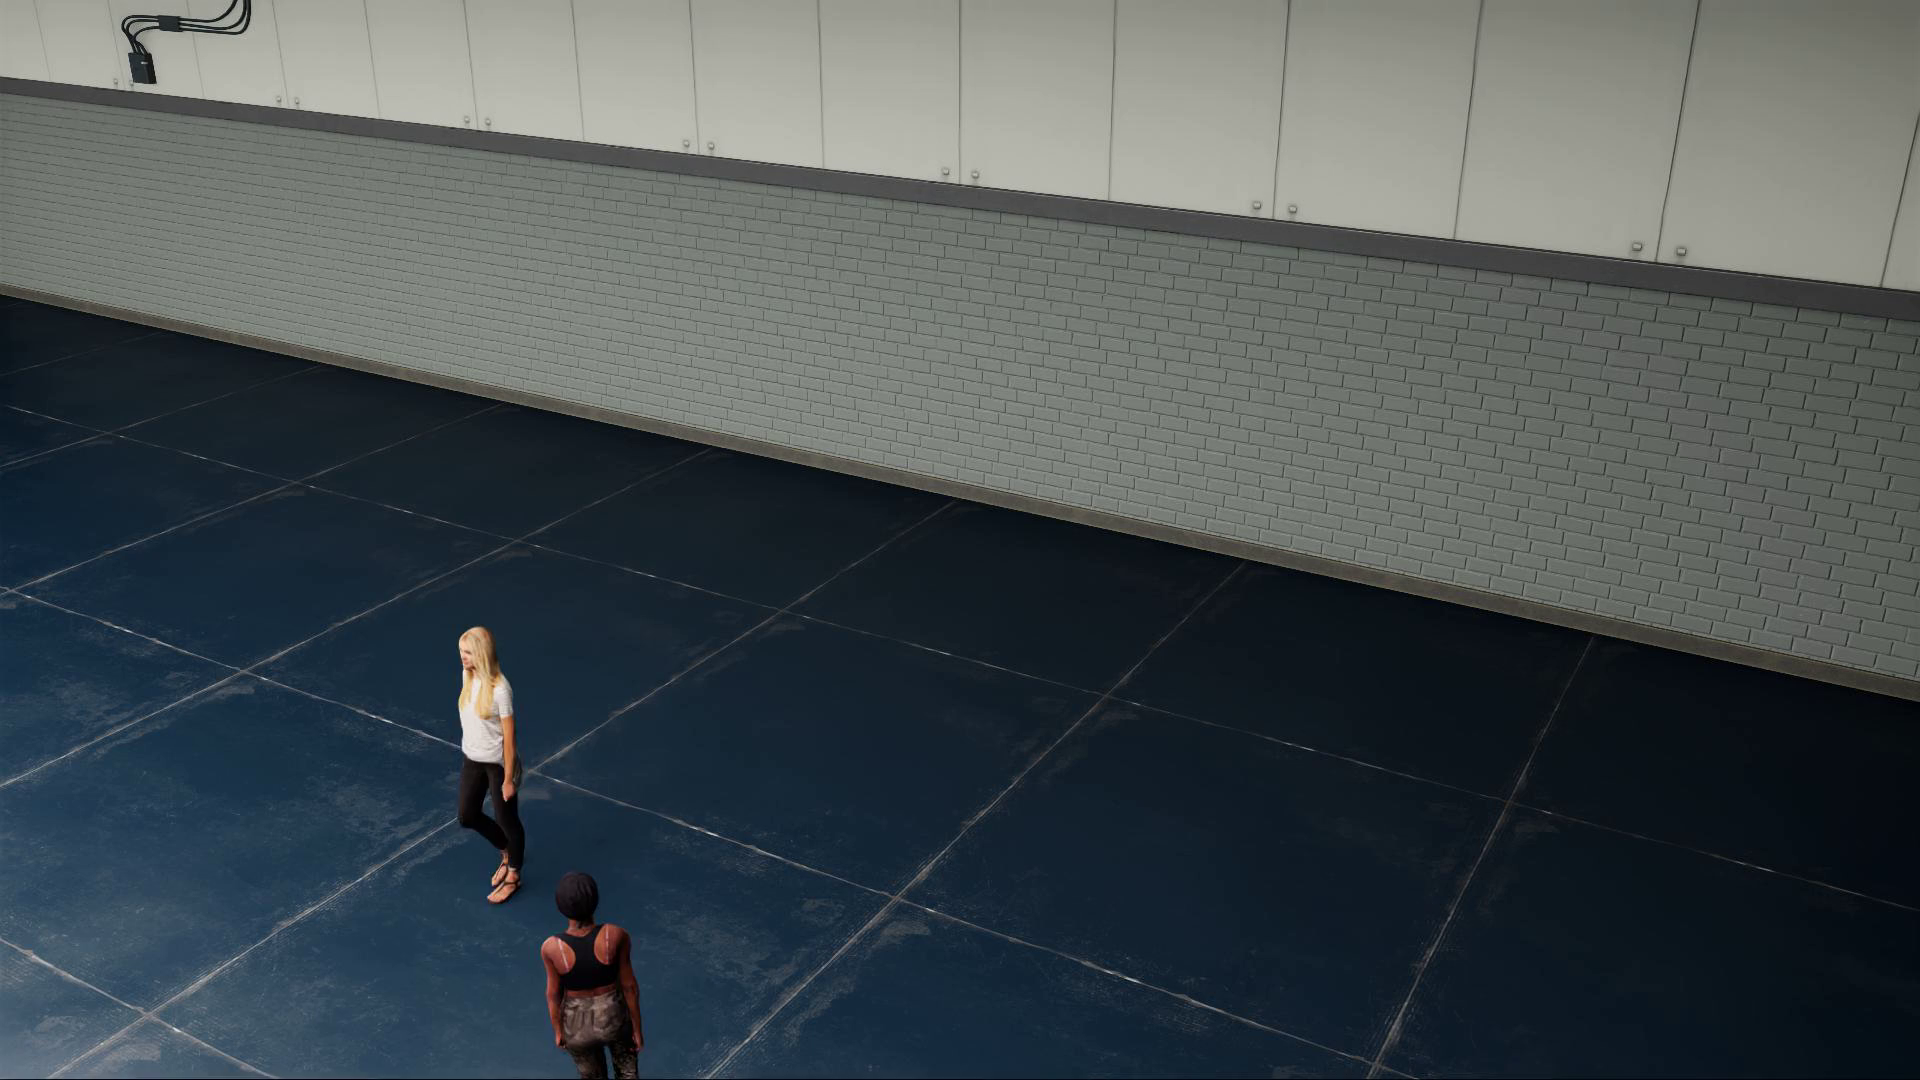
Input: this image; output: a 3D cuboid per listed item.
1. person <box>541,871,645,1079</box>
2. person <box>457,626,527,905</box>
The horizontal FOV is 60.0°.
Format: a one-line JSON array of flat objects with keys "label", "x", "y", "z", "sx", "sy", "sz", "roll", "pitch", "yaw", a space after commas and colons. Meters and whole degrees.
[{"label": "person", "x": -1.683, "y": 2.325, "z": 7.734, "sx": 0.749, "sy": 1.687, "sz": 0.811, "roll": -4, "pitch": 23, "yaw": -10}, {"label": "person", "x": -2.723, "y": 1.308, "z": 9.958, "sx": 0.646, "sy": 1.819, "sz": 0.612, "roll": 15, "pitch": 27, "yaw": 31}]
